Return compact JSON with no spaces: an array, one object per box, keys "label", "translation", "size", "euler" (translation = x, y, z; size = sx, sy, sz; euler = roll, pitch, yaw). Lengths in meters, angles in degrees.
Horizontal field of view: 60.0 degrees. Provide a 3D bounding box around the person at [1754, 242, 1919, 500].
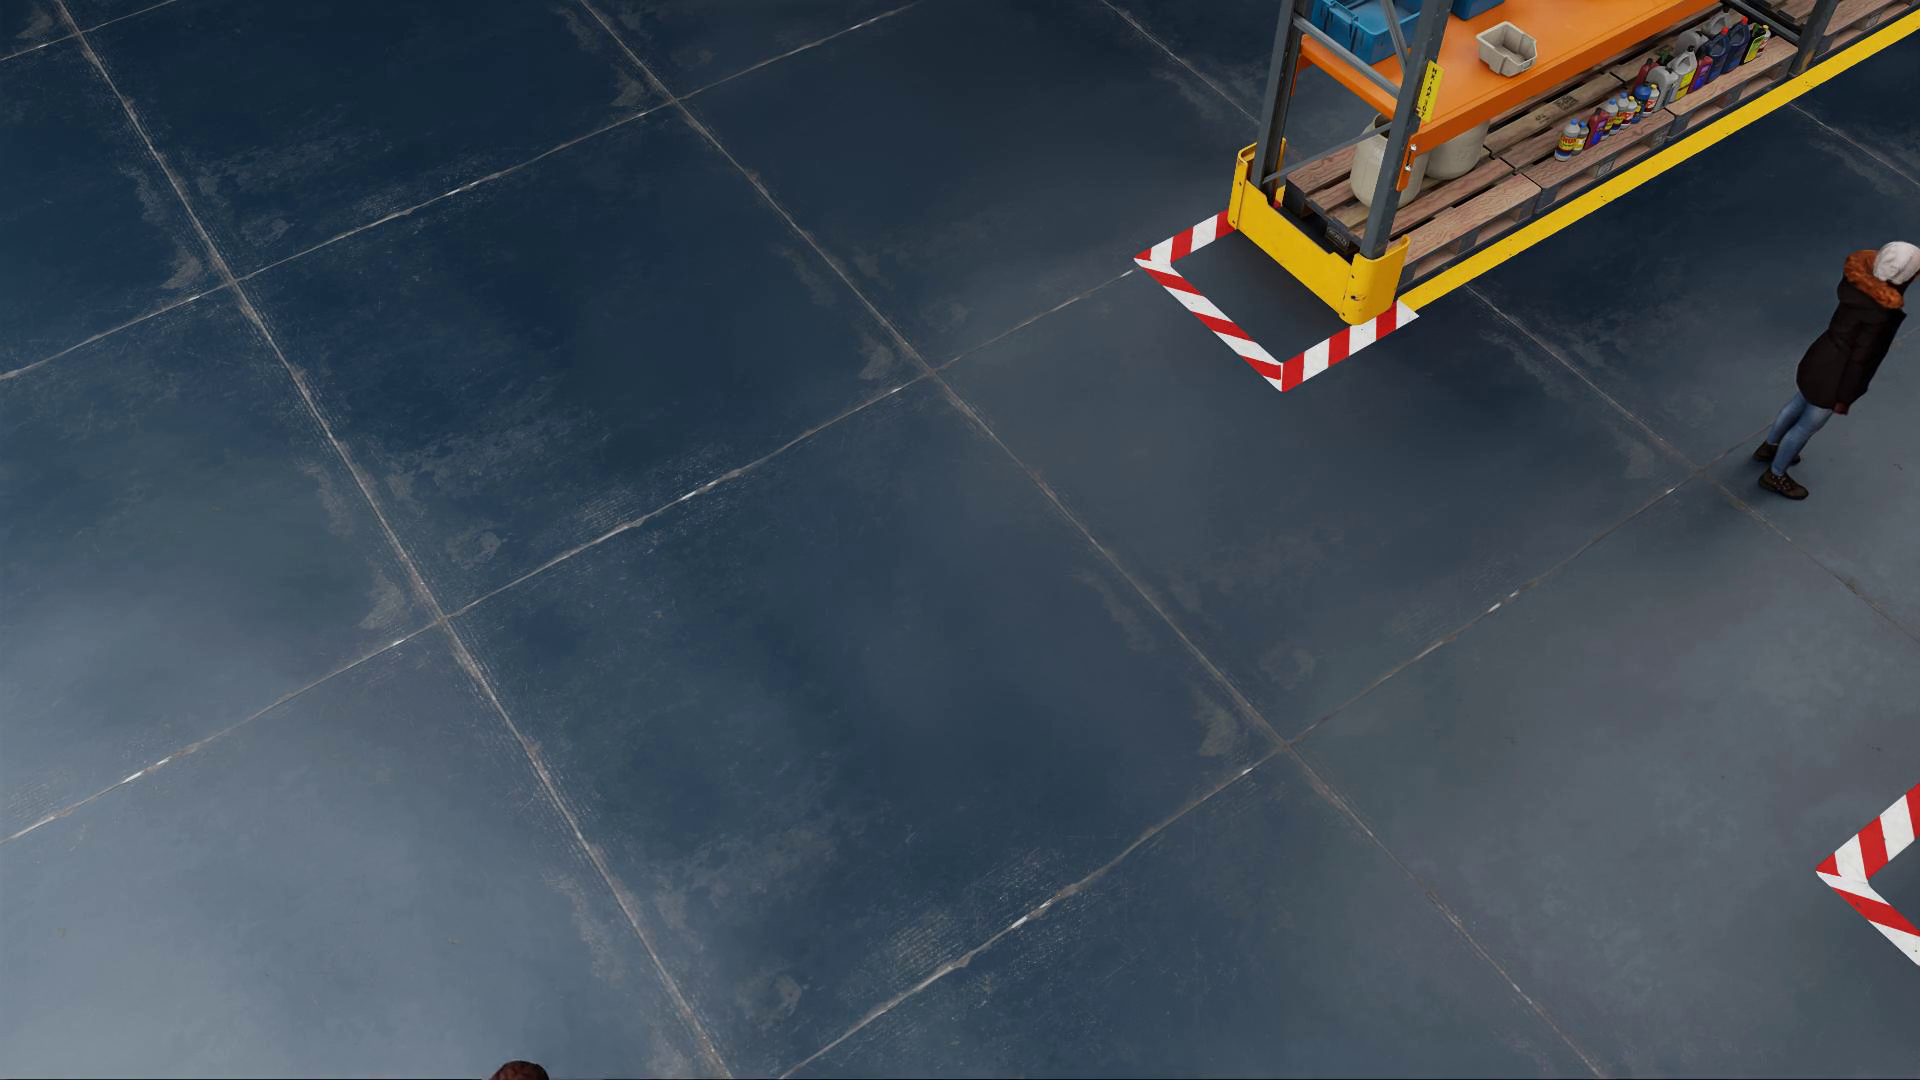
[{"label":"person","translation":[4.415,-0.874,8.372],"size":[0.810,1.633,0.745],"euler":[10,53,8]}]
